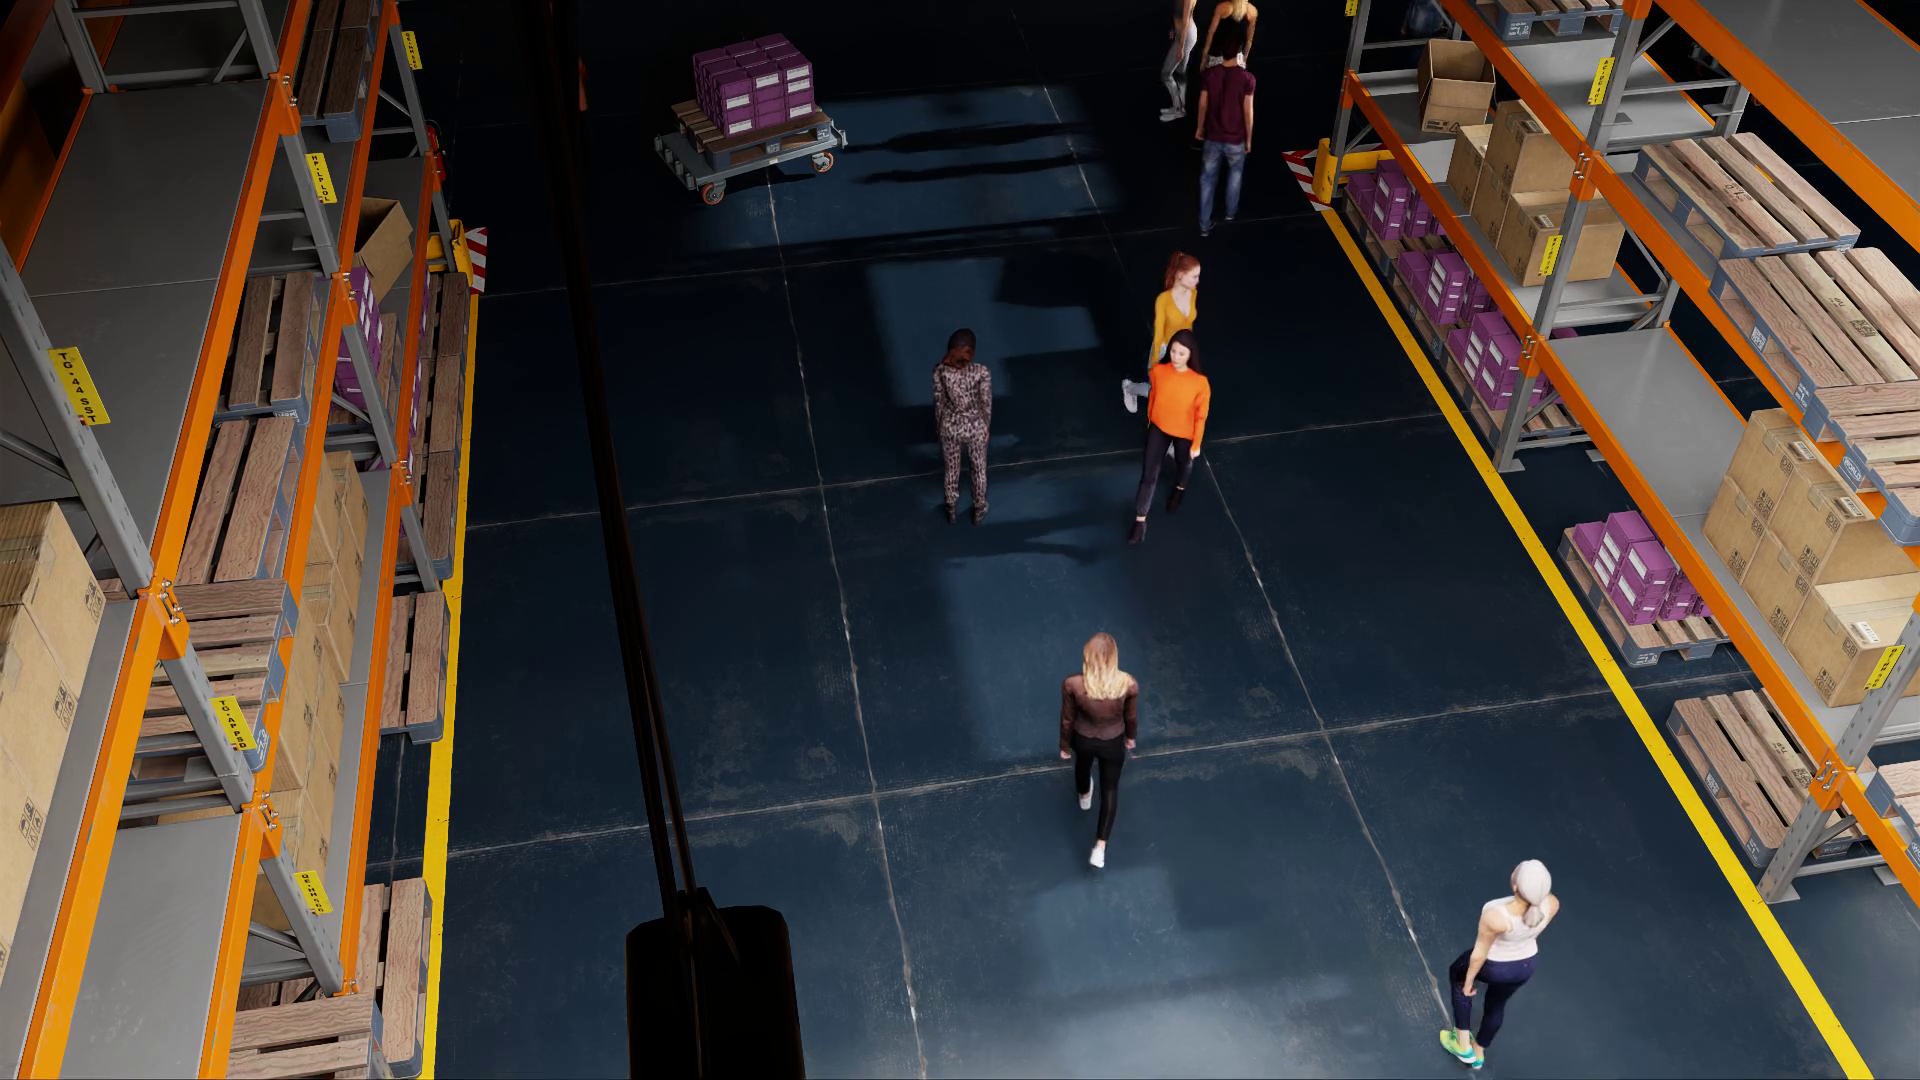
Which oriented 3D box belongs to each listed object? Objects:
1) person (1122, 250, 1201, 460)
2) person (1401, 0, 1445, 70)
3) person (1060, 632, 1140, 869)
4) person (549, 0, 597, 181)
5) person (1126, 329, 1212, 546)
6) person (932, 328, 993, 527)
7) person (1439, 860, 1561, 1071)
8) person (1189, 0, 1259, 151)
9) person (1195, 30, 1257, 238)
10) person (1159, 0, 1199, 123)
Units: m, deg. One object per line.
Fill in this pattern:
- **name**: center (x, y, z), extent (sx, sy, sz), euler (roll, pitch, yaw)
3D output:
- **person**: center (1.526, -1.434, 12.594), extent (0.863, 1.721, 1.095), euler (-24, 49, -23)
- **person**: center (4.656, -5.090, 16.622), extent (0.816, 1.457, 0.920), euler (-22, 48, -21)
- **person**: center (0.816, 1.242, 9.815), extent (0.819, 1.679, 1.134), euler (4, 44, 4)
- **person**: center (-3.765, -4.313, 15.651), extent (0.850, 1.672, 1.236), euler (-17, 46, -17)
- **person**: center (1.577, -0.818, 11.954), extent (1.024, 1.711, 1.151), euler (19, 47, 19)
- **person**: center (0.018, -0.805, 11.939), extent (0.642, 1.713, 0.655), euler (6, 44, 7)
- **person**: center (2.862, 2.298, 8.699), extent (0.592, 1.690, 0.580), euler (-7, 44, -7)
- **person**: center (2.477, -4.517, 15.756), extent (0.751, 1.824, 0.574), euler (-19, 47, -19)
- **person**: center (2.327, -3.531, 14.735), extent (0.885, 1.805, 0.965), euler (16, 46, 17)
- **person**: center (2.243, -4.870, 16.219), extent (0.742, 1.696, 0.613), euler (11, 45, 11)
